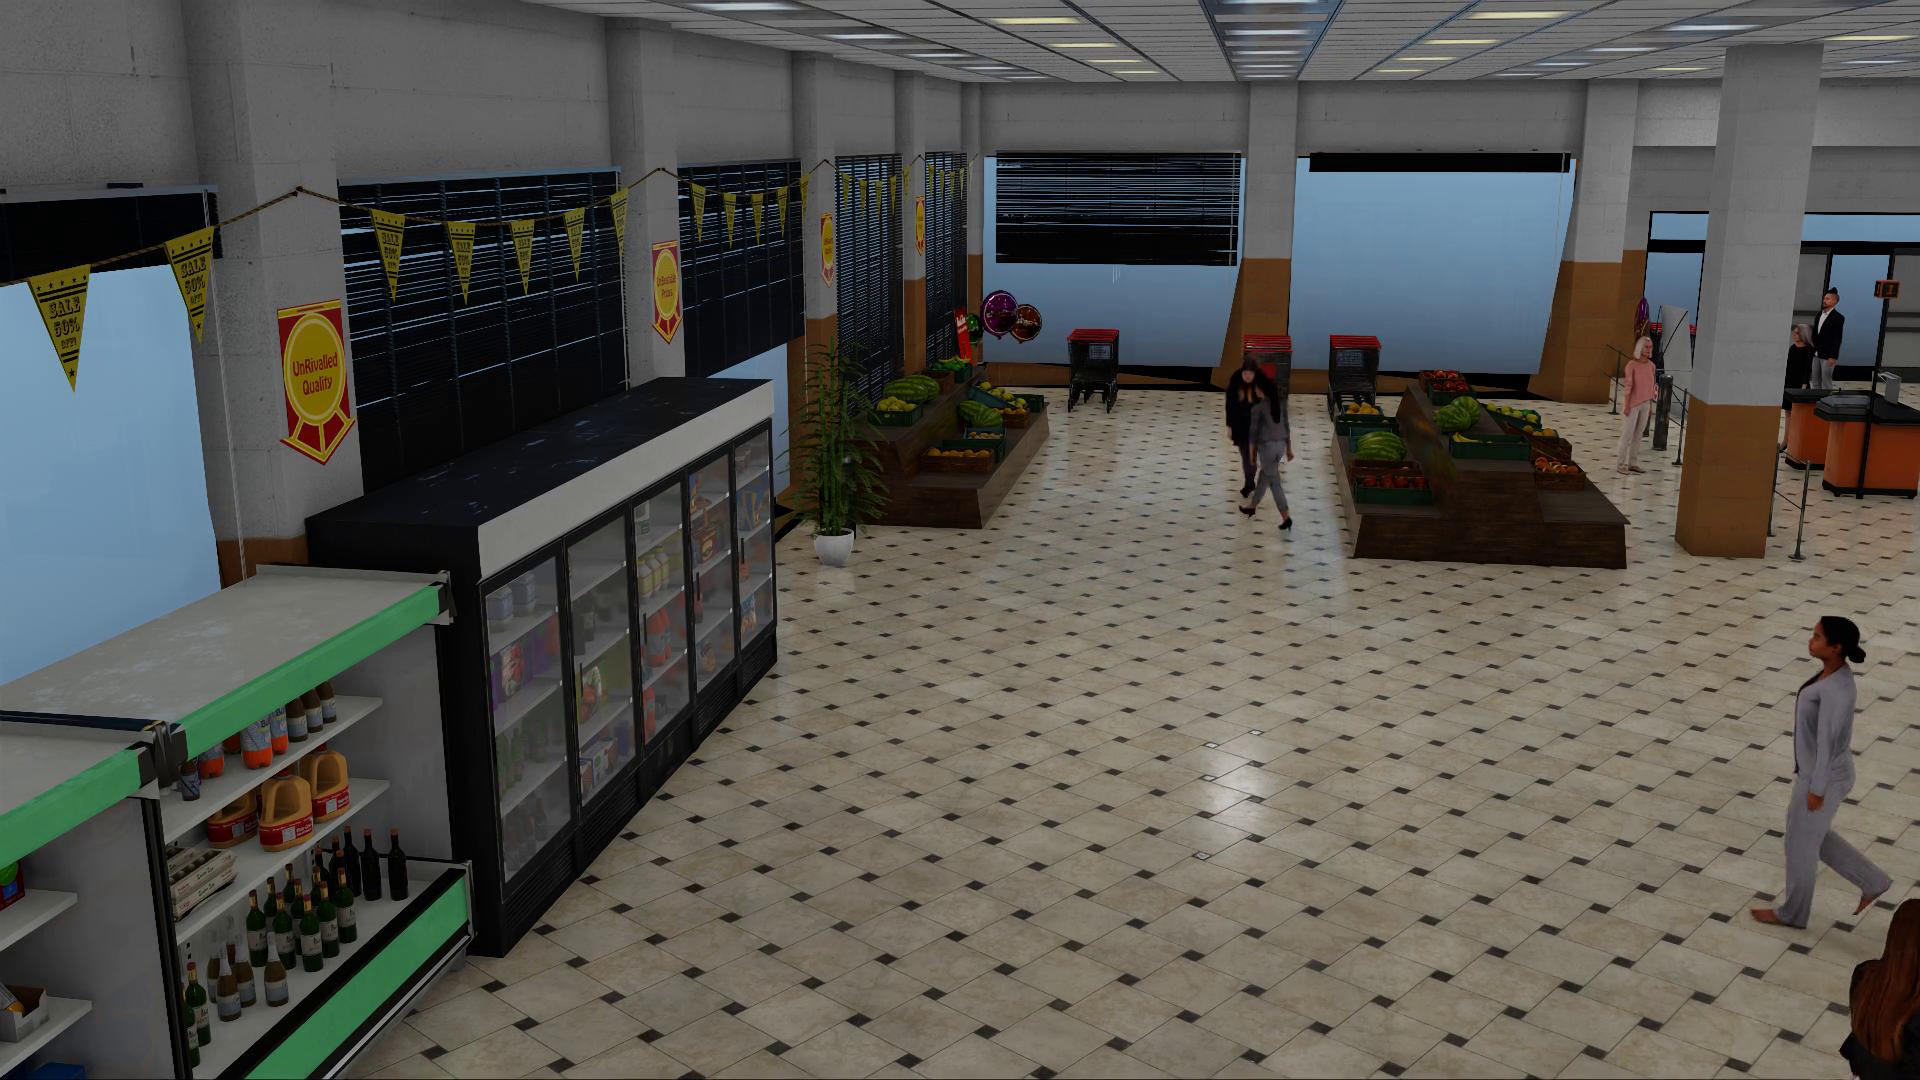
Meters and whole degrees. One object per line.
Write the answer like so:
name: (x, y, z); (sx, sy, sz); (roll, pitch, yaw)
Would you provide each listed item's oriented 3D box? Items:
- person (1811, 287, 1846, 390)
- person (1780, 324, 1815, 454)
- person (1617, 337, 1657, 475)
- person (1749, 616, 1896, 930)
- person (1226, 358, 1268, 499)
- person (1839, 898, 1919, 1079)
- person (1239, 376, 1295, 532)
person: (13.084, -2.846, 25.148); (0.853, 1.950, 0.689); (-3, 14, -13)
person: (11.098, -2.002, 22.098); (0.737, 1.746, 0.620); (-3, 14, -11)
person: (8.515, -1.701, 20.906); (0.683, 1.724, 0.700); (-6, 15, -23)
person: (4.624, 1.248, 8.752); (0.830, 1.722, 0.913); (6, 15, 24)
person: (3.416, -1.320, 19.528); (0.855, 1.633, 1.081); (7, 15, 25)
person: (3.091, 2.016, 5.685); (0.851, 1.674, 1.070); (-1, 14, -5)
person: (3.361, -0.869, 17.725); (1.114, 1.606, 1.196); (-8, 16, -29)
